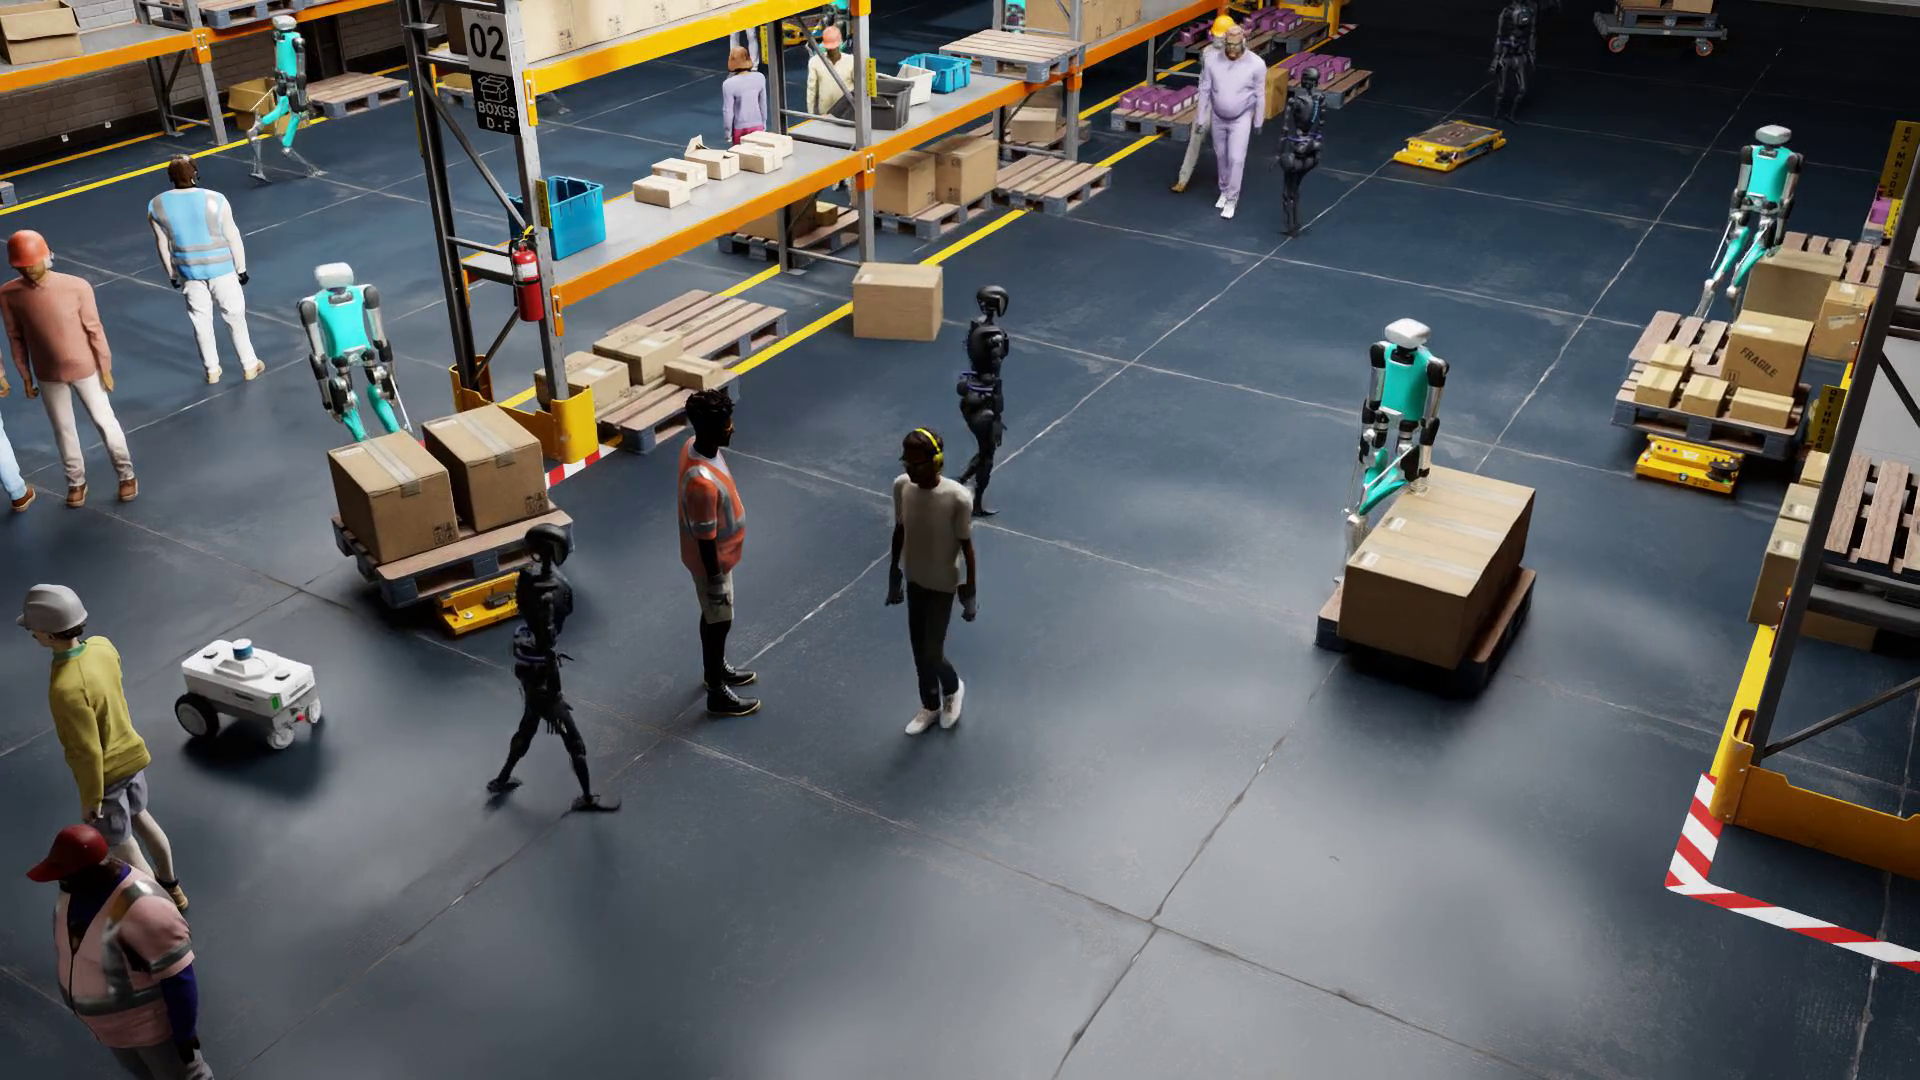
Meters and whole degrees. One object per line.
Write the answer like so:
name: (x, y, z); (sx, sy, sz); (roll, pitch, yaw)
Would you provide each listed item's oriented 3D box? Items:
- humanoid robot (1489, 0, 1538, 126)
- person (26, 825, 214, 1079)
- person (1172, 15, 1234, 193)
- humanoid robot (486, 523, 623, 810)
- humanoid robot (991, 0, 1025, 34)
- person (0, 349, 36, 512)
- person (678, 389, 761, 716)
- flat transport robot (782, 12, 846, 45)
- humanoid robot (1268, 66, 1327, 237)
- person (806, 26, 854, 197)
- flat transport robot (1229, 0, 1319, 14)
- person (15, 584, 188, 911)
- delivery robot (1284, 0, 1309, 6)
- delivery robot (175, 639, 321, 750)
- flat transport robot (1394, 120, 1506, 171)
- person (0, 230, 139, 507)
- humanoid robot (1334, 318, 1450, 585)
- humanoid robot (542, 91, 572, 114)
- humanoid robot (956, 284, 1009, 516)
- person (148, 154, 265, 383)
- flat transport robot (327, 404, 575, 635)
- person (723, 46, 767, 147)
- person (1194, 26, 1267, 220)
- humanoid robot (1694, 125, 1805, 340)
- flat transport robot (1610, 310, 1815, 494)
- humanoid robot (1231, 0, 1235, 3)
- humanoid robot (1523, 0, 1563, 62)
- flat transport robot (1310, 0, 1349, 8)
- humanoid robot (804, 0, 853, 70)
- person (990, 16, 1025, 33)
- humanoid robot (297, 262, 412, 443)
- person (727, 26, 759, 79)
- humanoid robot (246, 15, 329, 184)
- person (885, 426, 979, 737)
humanoid robot: (6.526, -5.734, 19.644); (0.588, 1.647, 0.344); (-11, 31, -18)
person: (-3.121, 1.778, 6.288); (0.623, 1.751, 0.420); (15, 33, 25)
person: (2.682, -4.575, 17.455); (0.612, 1.846, 0.933); (25, 38, 36)
humanoid robot: (-2.151, 0.660, 8.395); (0.684, 1.636, 0.613); (-8, 30, -13)
humanoid robot: (0.656, -6.187, 20.409); (0.611, 1.766, 0.871); (3, 30, 5)
person: (-6.706, -1.078, 11.097); (0.623, 1.992, 0.386); (-13, 32, -21)
person: (-1.340, 0.074, 9.102); (0.370, 1.959, 0.597); (-5, 30, -8)
flat transport robot: (-2.086, -7.396, 24.024); (1.431, 0.231, 0.659); (-22, 36, -34)
humanoid robot: (3.273, -3.787, 16.213); (0.586, 1.654, 0.407); (-19, 34, -30)
person: (-1.314, -4.460, 17.342); (0.577, 1.730, 0.593); (3, 30, 5)
flat transport robot: (4.851, -8.291, 25.607); (1.431, 0.231, 0.659); (-14, 32, -23)
person: (-3.836, 1.021, 7.490); (0.378, 1.890, 0.485); (-2, 30, -4)
delivery robot: (4.946, -8.250, 25.230); (0.766, 0.580, 0.499); (12, 32, 21)
delivery robot: (-3.940, 0.820, 9.218); (0.784, 0.613, 0.518); (12, 32, 21)
flat transport robot: (5.577, -4.480, 18.867); (0.659, 0.231, 1.431); (24, 37, 36)
person: (-6.046, -1.145, 11.232); (0.611, 1.984, 0.411); (-6, 30, -10)
humanoid robot: (2.565, -0.466, 10.308); (1.043, 1.749, 0.548); (-23, 37, -34)
humanoid robot: (-5.126, -5.842, 19.844); (0.533, 1.782, 1.036); (20, 35, 31)
humanoid robot: (0.149, -0.922, 11.142); (0.351, 1.637, 0.596); (-8, 31, -15)
person: (-5.934, -2.128, 13.109); (0.621, 1.844, 0.429); (-6, 30, -10)
flat transport robot: (-3.223, 0.143, 10.688); (0.659, 0.231, 1.431); (-21, 35, -32)
person: (-2.193, -4.223, 17.034); (0.499, 1.628, 0.280); (-20, 35, -31)
person: (2.675, -4.194, 16.733); (0.657, 1.875, 0.859); (15, 33, 25)
humanoid robot: (6.483, -2.489, 13.936); (0.866, 1.854, 0.576); (-18, 34, -29)
flat transport robot: (5.492, -0.767, 12.299); (0.659, 0.231, 1.431); (16, 33, 27)
humanoid robot: (4.362, -8.998, 25.424); (0.312, 1.650, 0.608); (-25, 38, -37)
humanoid robot: (7.883, -7.338, 22.544); (0.623, 1.621, 0.768); (-4, 30, -7)
flat transport robot: (5.303, -8.533, 26.037); (1.431, 0.231, 0.659); (23, 37, 34)
humanoid robot: (-1.651, -6.174, 20.490); (0.735, 1.904, 0.550); (-25, 38, -37)
person: (0.642, -6.606, 21.061); (0.820, 1.810, 0.528); (-16, 33, -26)
humanoid robot: (-3.933, -0.871, 11.100); (0.530, 1.892, 0.739); (-21, 36, -32)
person: (-2.831, -6.964, 21.554); (0.490, 1.952, 0.421); (2, 30, 4)
humanoid robot: (-7.317, -4.589, 17.629); (0.532, 1.773, 1.018); (23, 37, 35)
person: (-0.177, 0.261, 8.875); (0.545, 1.847, 0.412); (18, 34, 29)
